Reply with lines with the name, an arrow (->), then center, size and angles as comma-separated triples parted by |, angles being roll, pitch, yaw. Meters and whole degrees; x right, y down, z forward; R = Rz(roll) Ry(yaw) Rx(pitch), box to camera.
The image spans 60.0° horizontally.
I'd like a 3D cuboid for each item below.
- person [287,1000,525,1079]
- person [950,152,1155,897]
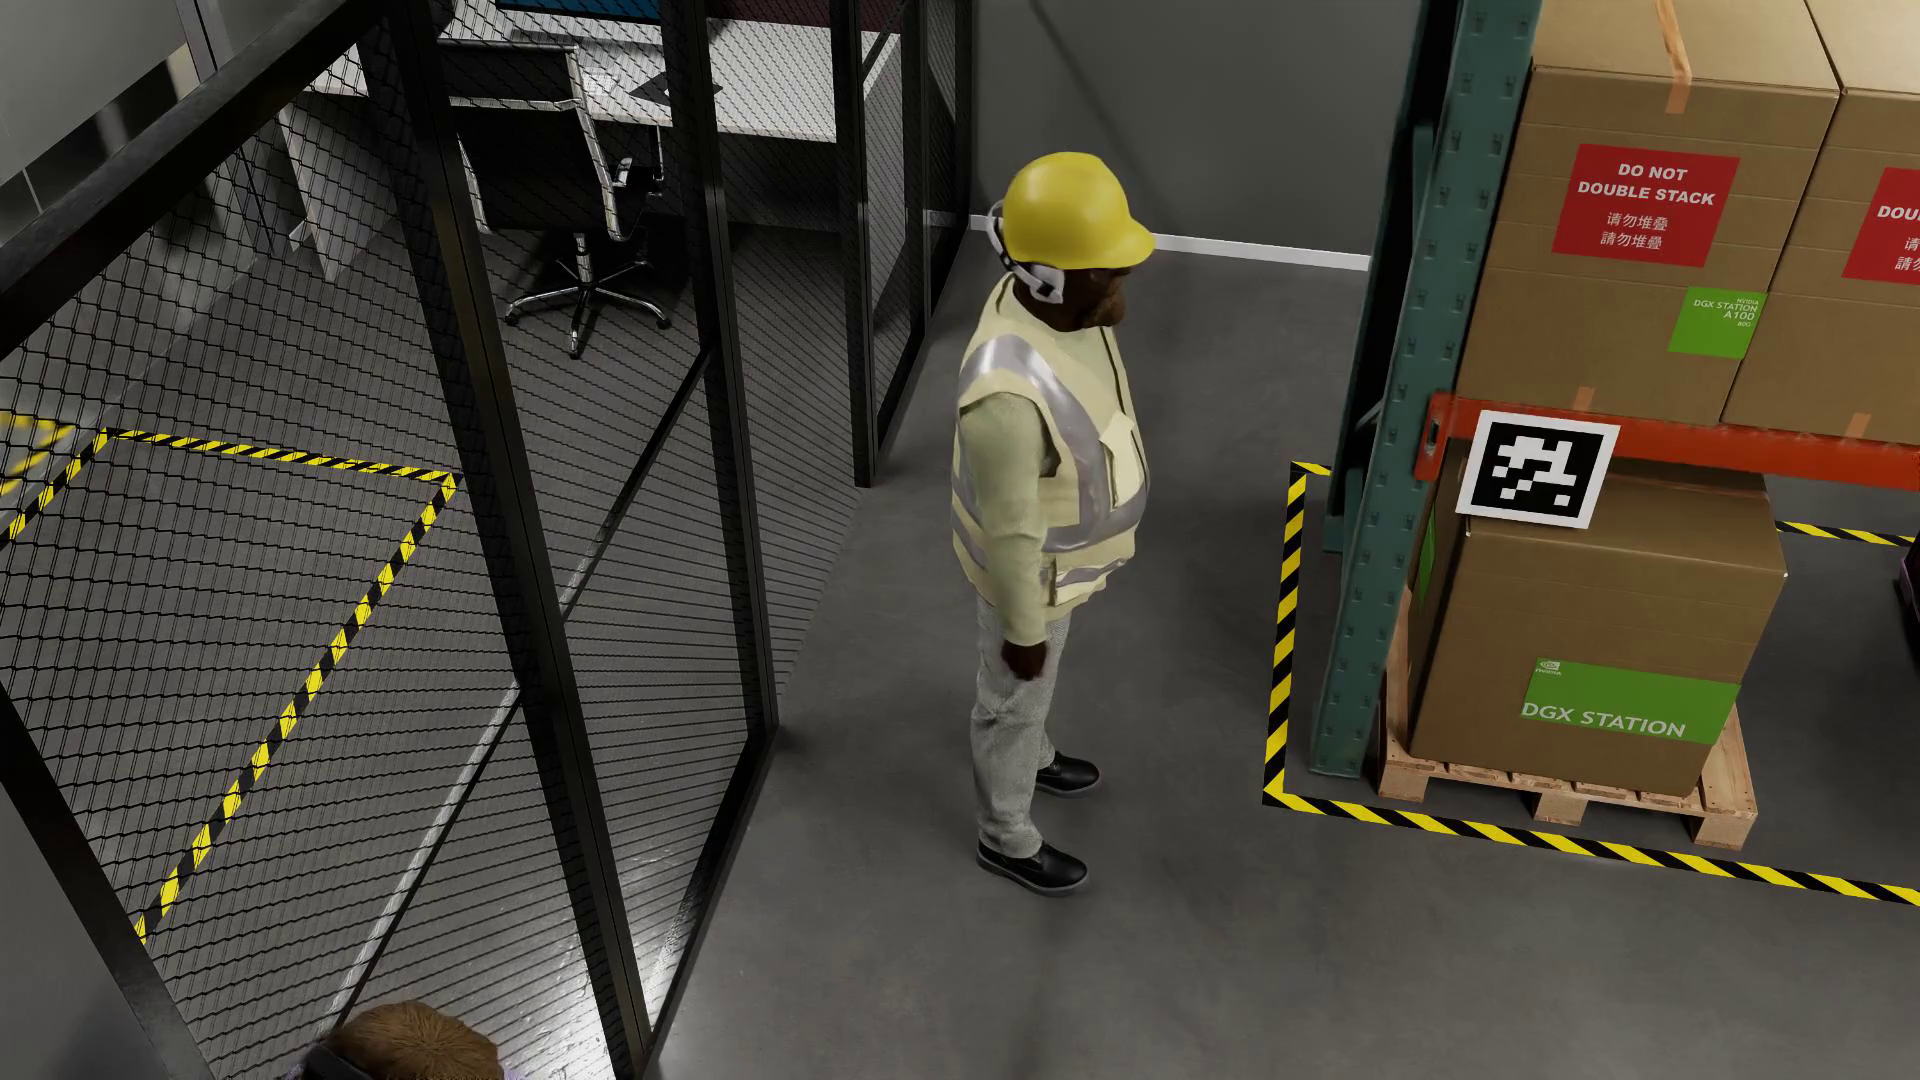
person -> -0.511, 1.162, 2.166 | 0.628, 1.932, 0.374 | 20, 45, 21
person -> 0.189, 0.009, 3.565 | 0.404, 1.835, 0.586 | 8, 42, 9
